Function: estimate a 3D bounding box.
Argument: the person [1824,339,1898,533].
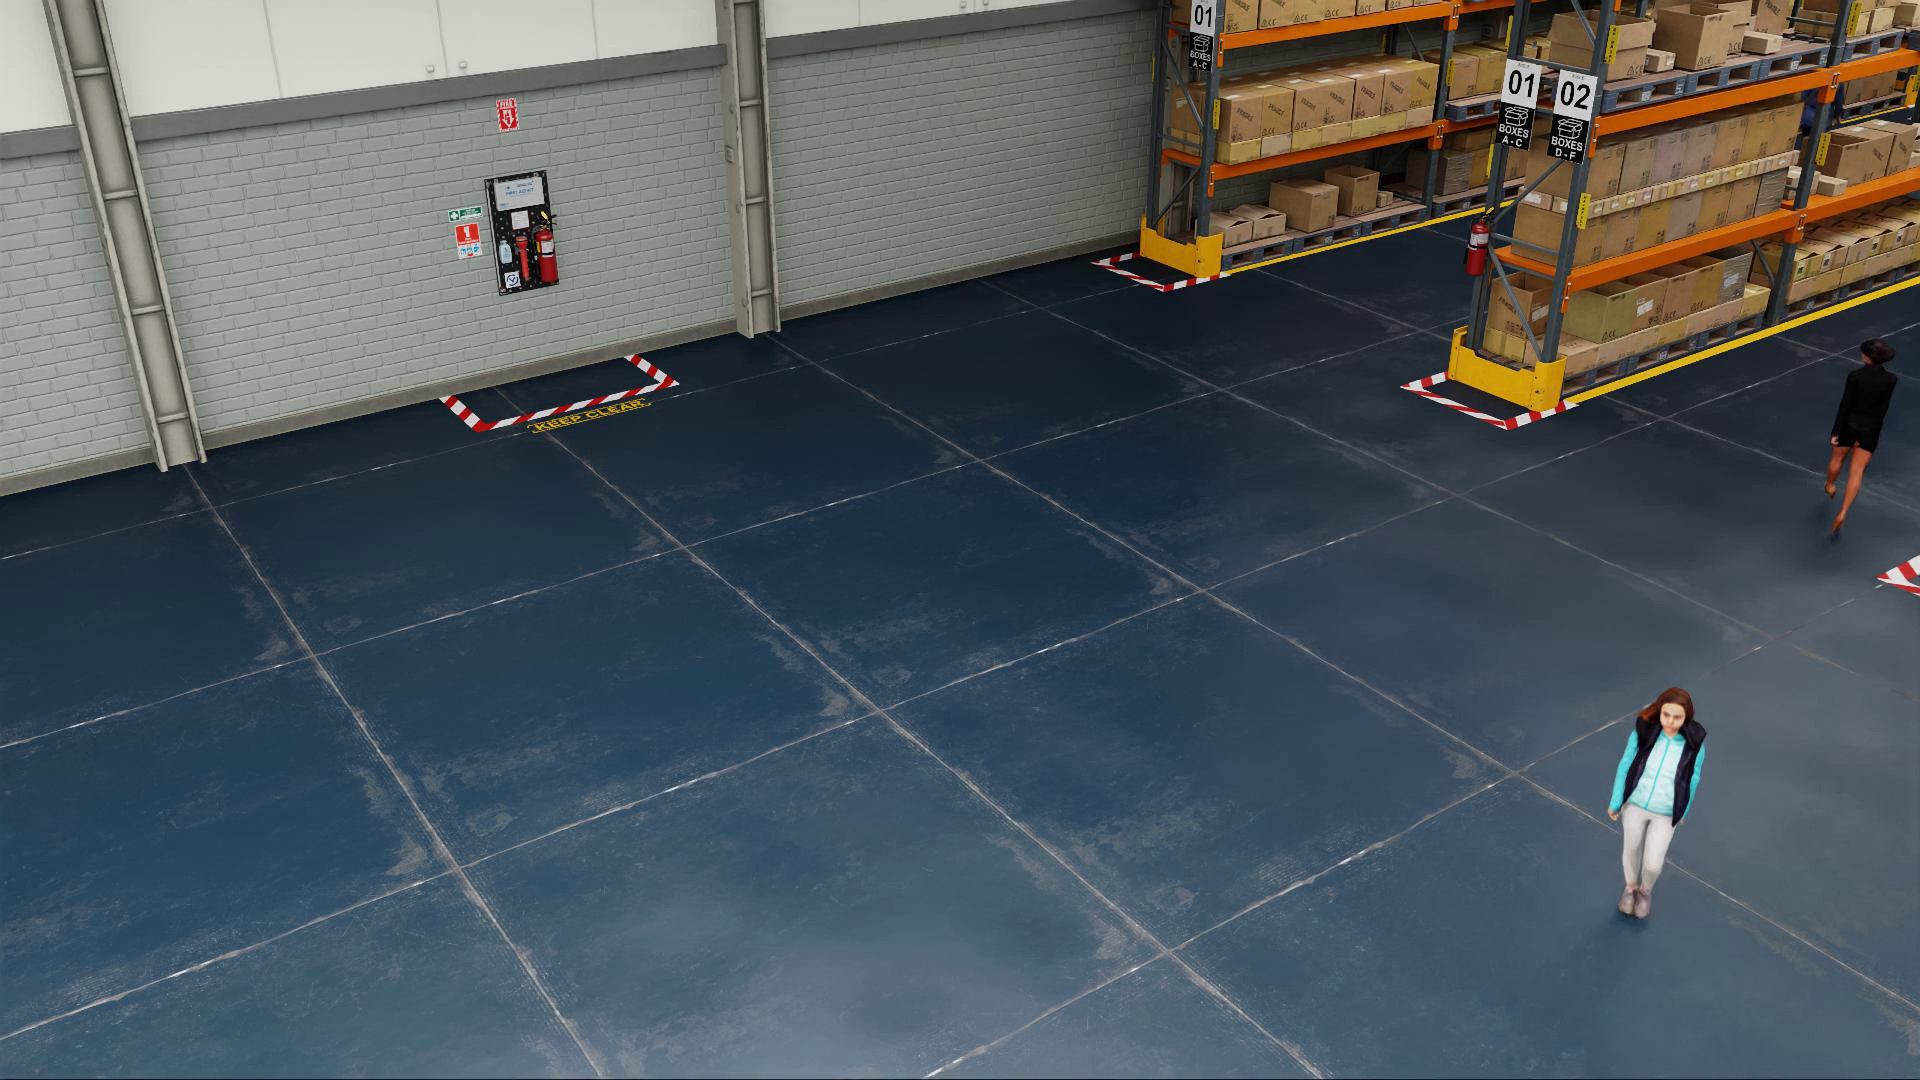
[{"bbox_3d":[7.369,-0.801,13.622,0.935,1.583,1.114,10,29,18],"label":"person"}]

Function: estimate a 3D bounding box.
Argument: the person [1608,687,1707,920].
[{"bbox_3d":[3.903,1.445,9.364,0.685,1.488,0.732,14,30,25],"label":"person"}]
